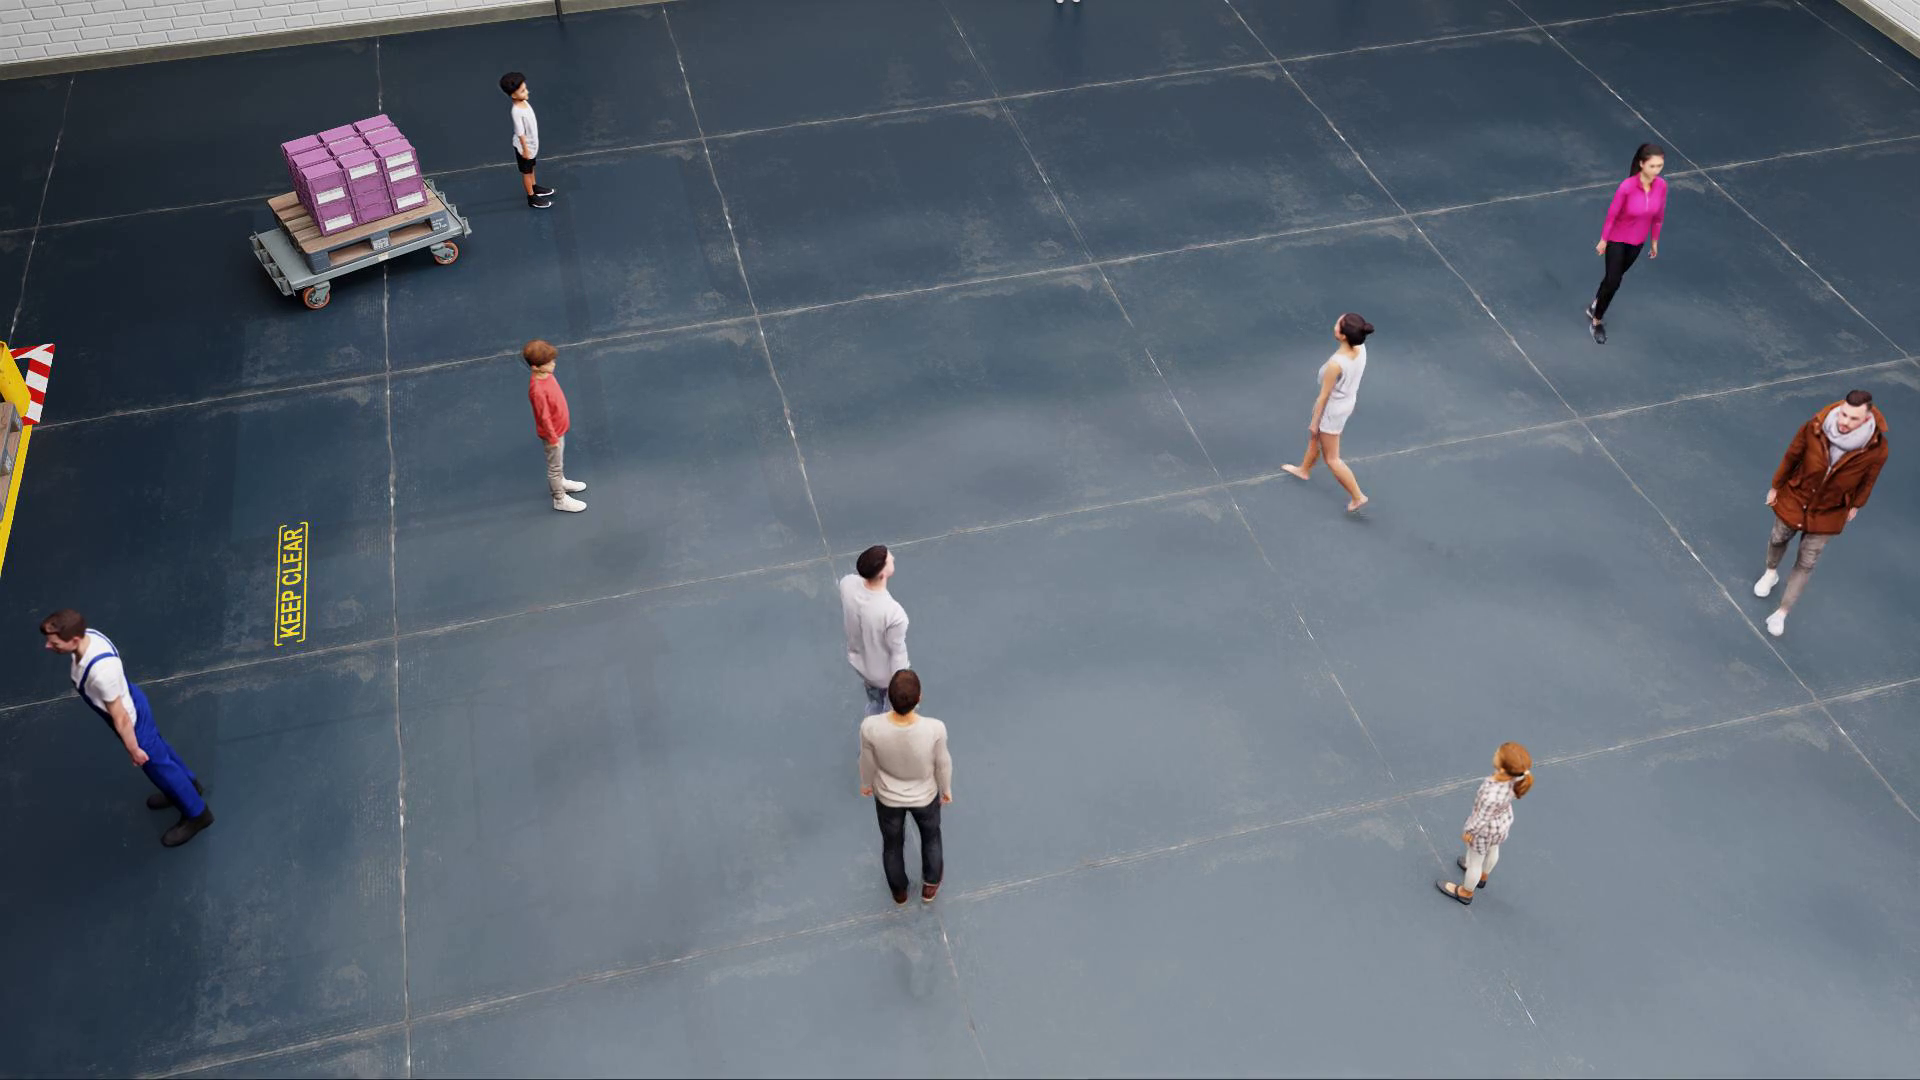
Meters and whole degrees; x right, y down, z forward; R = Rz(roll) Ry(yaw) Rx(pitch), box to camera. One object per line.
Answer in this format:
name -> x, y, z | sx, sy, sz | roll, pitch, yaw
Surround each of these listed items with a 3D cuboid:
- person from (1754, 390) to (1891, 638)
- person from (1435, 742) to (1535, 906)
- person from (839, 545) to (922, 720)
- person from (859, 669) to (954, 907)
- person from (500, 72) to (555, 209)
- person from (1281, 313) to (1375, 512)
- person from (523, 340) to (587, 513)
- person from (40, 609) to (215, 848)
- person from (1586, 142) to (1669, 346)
person -> 5.627, -0.285, 10.943 | 1.040, 1.809, 1.079 | 25, 49, 24
person -> 2.986, 1.581, 9.345 | 0.616, 1.313, 0.650 | -33, 53, -30
person -> -0.527, 0.743, 9.848 | 0.780, 1.831, 0.867 | 30, 51, 28
person -> -0.295, 1.407, 9.126 | 0.709, 1.866, 0.635 | -2, 44, -2
person -> -3.870, -3.575, 14.795 | 0.594, 1.260, 0.487 | -1, 44, -1
person -> 2.705, -0.892, 11.746 | 1.076, 1.581, 0.907 | 32, 52, 29
person -> -2.909, -0.822, 11.791 | 0.605, 1.417, 0.455 | -4, 44, -4
person -> -4.765, 1.023, 9.545 | 0.766, 1.844, 0.645 | -25, 49, -24
person -> 5.284, -2.445, 13.301 | 0.571, 1.684, 0.720 | -10, 45, -10
